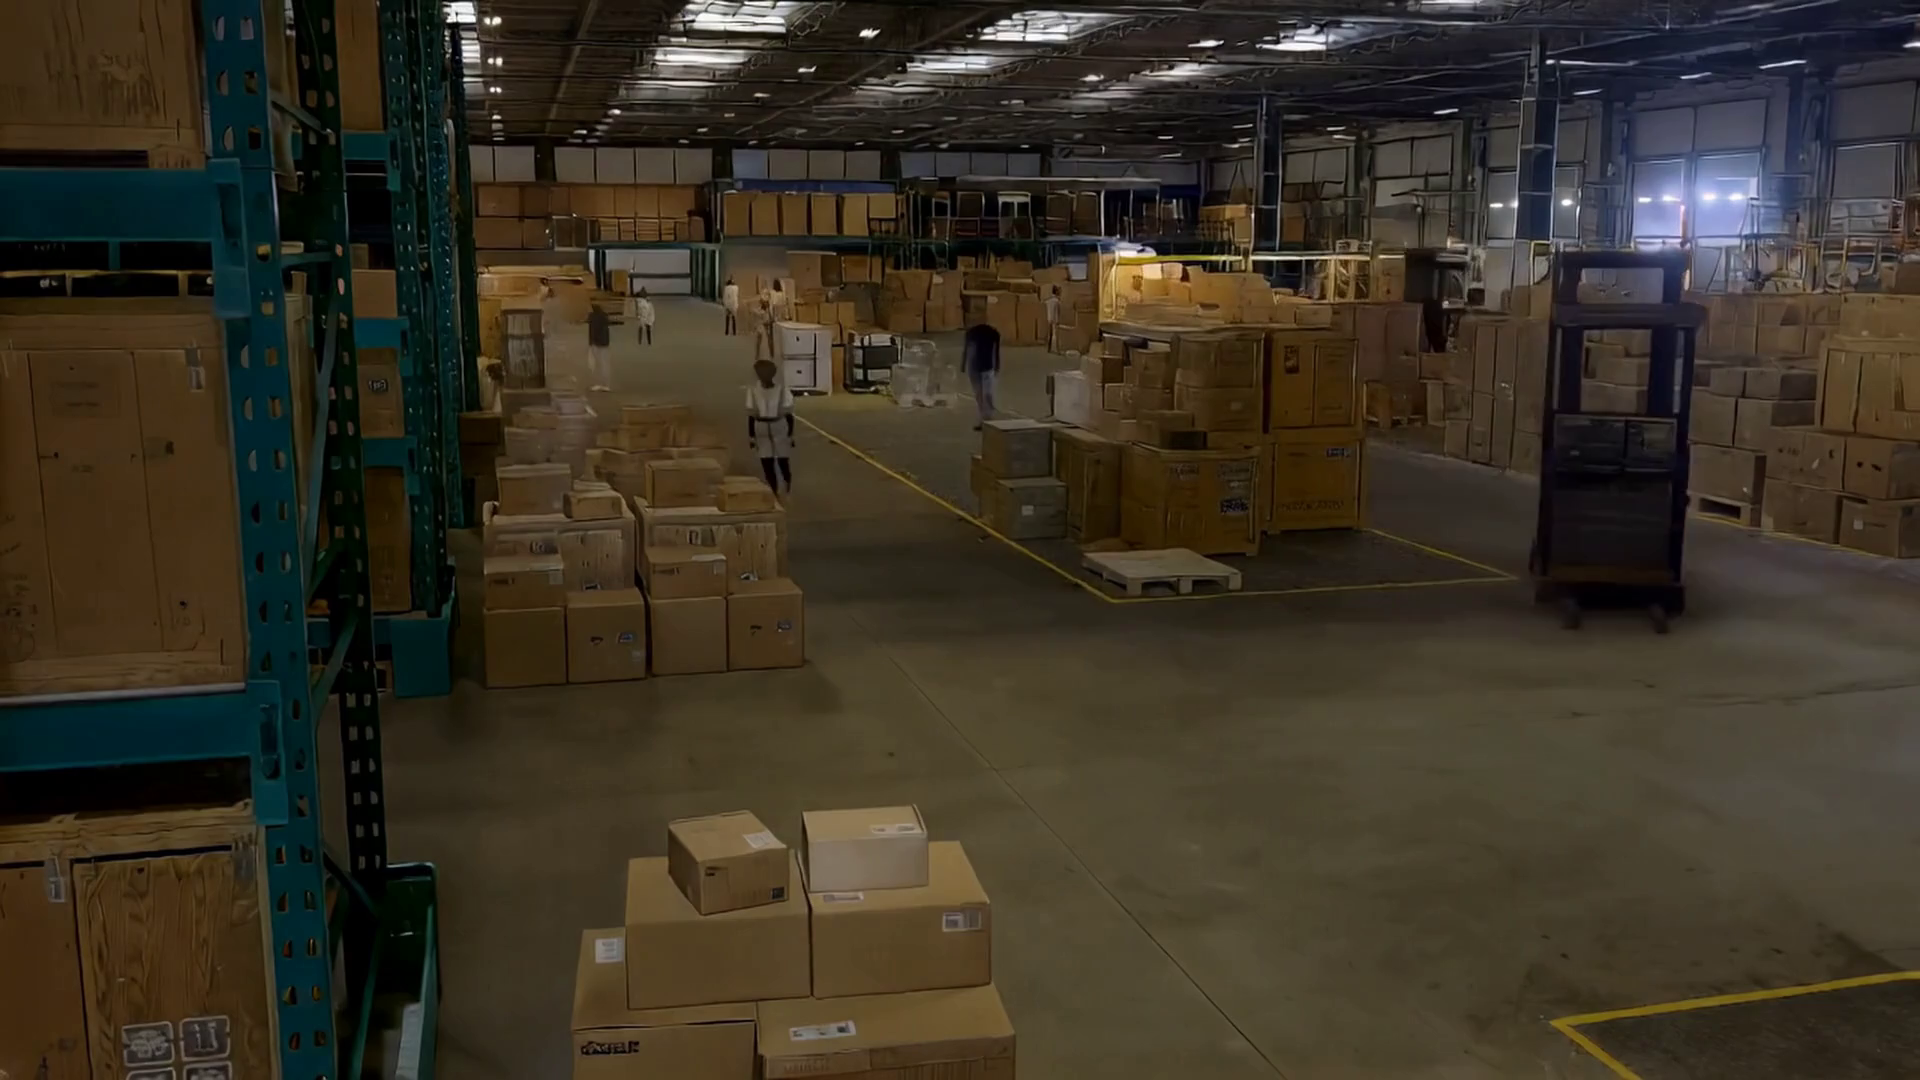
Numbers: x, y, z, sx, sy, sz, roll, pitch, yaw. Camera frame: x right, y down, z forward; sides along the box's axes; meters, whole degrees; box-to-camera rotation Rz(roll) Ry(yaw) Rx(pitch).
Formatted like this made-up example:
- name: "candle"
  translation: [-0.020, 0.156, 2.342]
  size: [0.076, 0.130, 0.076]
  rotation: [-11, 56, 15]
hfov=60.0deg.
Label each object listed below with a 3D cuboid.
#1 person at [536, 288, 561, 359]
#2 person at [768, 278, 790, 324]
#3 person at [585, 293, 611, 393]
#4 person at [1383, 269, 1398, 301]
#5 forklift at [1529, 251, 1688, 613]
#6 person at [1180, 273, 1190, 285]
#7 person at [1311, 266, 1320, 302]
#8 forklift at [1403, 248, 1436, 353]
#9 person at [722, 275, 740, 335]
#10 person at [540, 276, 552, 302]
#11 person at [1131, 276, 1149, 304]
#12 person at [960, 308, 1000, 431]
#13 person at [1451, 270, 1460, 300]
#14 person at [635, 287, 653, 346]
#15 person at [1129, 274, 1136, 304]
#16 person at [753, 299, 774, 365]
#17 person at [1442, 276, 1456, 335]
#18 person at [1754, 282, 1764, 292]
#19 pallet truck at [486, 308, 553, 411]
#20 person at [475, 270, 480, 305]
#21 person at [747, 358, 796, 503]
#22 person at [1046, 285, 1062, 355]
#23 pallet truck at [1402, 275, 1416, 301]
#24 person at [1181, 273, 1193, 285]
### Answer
- name: "person"
  translation: [-9.790, -5.045, 39.585]
  size: [0.986, 1.891, 0.639]
  rotation: [5, 11, 26]
- name: "person"
  translation: [-5.181, -6.509, 47.647]
  size: [0.634, 1.950, 0.426]
  rotation: [-2, 10, -14]
- name: "person"
  translation: [-7.062, -3.828, 32.444]
  size: [0.506, 1.968, 0.667]
  rotation: [6, 11, 29]
- name: "person"
  translation: [20.344, -11.883, 78.451]
  size: [0.661, 1.818, 0.726]
  rotation: [-1, 10, -4]
- name: "forklift"
  translation: [5.365, -0.973, 13.682]
  size: [1.129, 2.768, 1.873]
  rotation: [3, 11, 18]
- name: "person"
  translation: [8.415, -9.065, 62.364]
  size: [0.354, 1.877, 0.574]
  rotation: [-5, 11, -28]
- name: "person"
  translation: [17.758, -12.754, 83.153]
  size: [0.379, 1.911, 0.615]
  rotation: [-6, 12, -32]
- name: "forklift"
  translation: [10.758, -5.481, 39.212]
  size: [1.873, 2.768, 1.129]
  rotation: [-3, 10, -15]
- name: "person"
  translation: [-7.430, -7.613, 53.954]
  size: [0.551, 1.935, 0.375]
  rotation: [0, 10, -1]
- name: "person"
  translation: [-14.999, -8.689, 60.419]
  size: [0.574, 1.799, 0.611]
  rotation: [0, 10, 2]
- name: "person"
  translation: [5.409, -6.984, 50.099]
  size: [1.002, 2.000, 0.688]
  rotation: [3, 11, 18]
- name: "person"
  translation: [0.304, -2.637, 25.841]
  size: [0.625, 1.919, 0.450]
  rotation: [-7, 12, -36]
- name: "person"
  translation: [21.111, -10.603, 71.117]
  size: [0.548, 1.855, 0.567]
  rotation: [2, 10, 11]
- name: "person"
  translation: [-9.134, -6.460, 48.105]
  size: [0.539, 1.695, 0.317]
  rotation: [-5, 11, -28]
- name: "person"
  translation: [6.249, -8.629, 59.859]
  size: [0.338, 1.882, 0.582]
  rotation: [4, 11, 21]
- name: "person"
  translation: [-4.706, -4.964, 39.905]
  size: [0.514, 1.594, 0.857]
  rotation: [-9, 14, -43]
- name: "person"
  translation: [15.861, -7.621, 54.089]
  size: [0.423, 1.905, 0.586]
  rotation: [-3, 11, -19]
- name: "person"
  translation: [21.110, -5.846, 43.987]
  size: [0.627, 1.926, 0.420]
  rotation: [-5, 11, -27]
- name: "pallet truck"
  translation: [-6.242, -2.418, 24.362]
  size: [0.823, 1.965, 1.885]
  rotation: [1, 10, 3]
- name: "person"
  translation: [-23.551, -12.266, 80.849]
  size: [0.318, 1.742, 0.492]
  rotation: [1, 10, 8]
- name: "person"
  translation: [-2.042, -1.149, 18.104]
  size: [0.519, 1.674, 0.450]
  rotation: [1, 10, 5]
- name: "person"
  translation: [2.493, -5.829, 44.079]
  size: [0.324, 1.858, 0.531]
  rotation: [-9, 13, -41]
- name: "pallet truck"
  translation: [14.620, -7.324, 52.145]
  size: [0.823, 1.965, 1.885]
  rotation: [8, 13, 40]
- name: "person"
  translation: [8.000, -8.466, 58.829]
  size: [0.777, 1.922, 0.625]
  rotation: [8, 13, 40]
